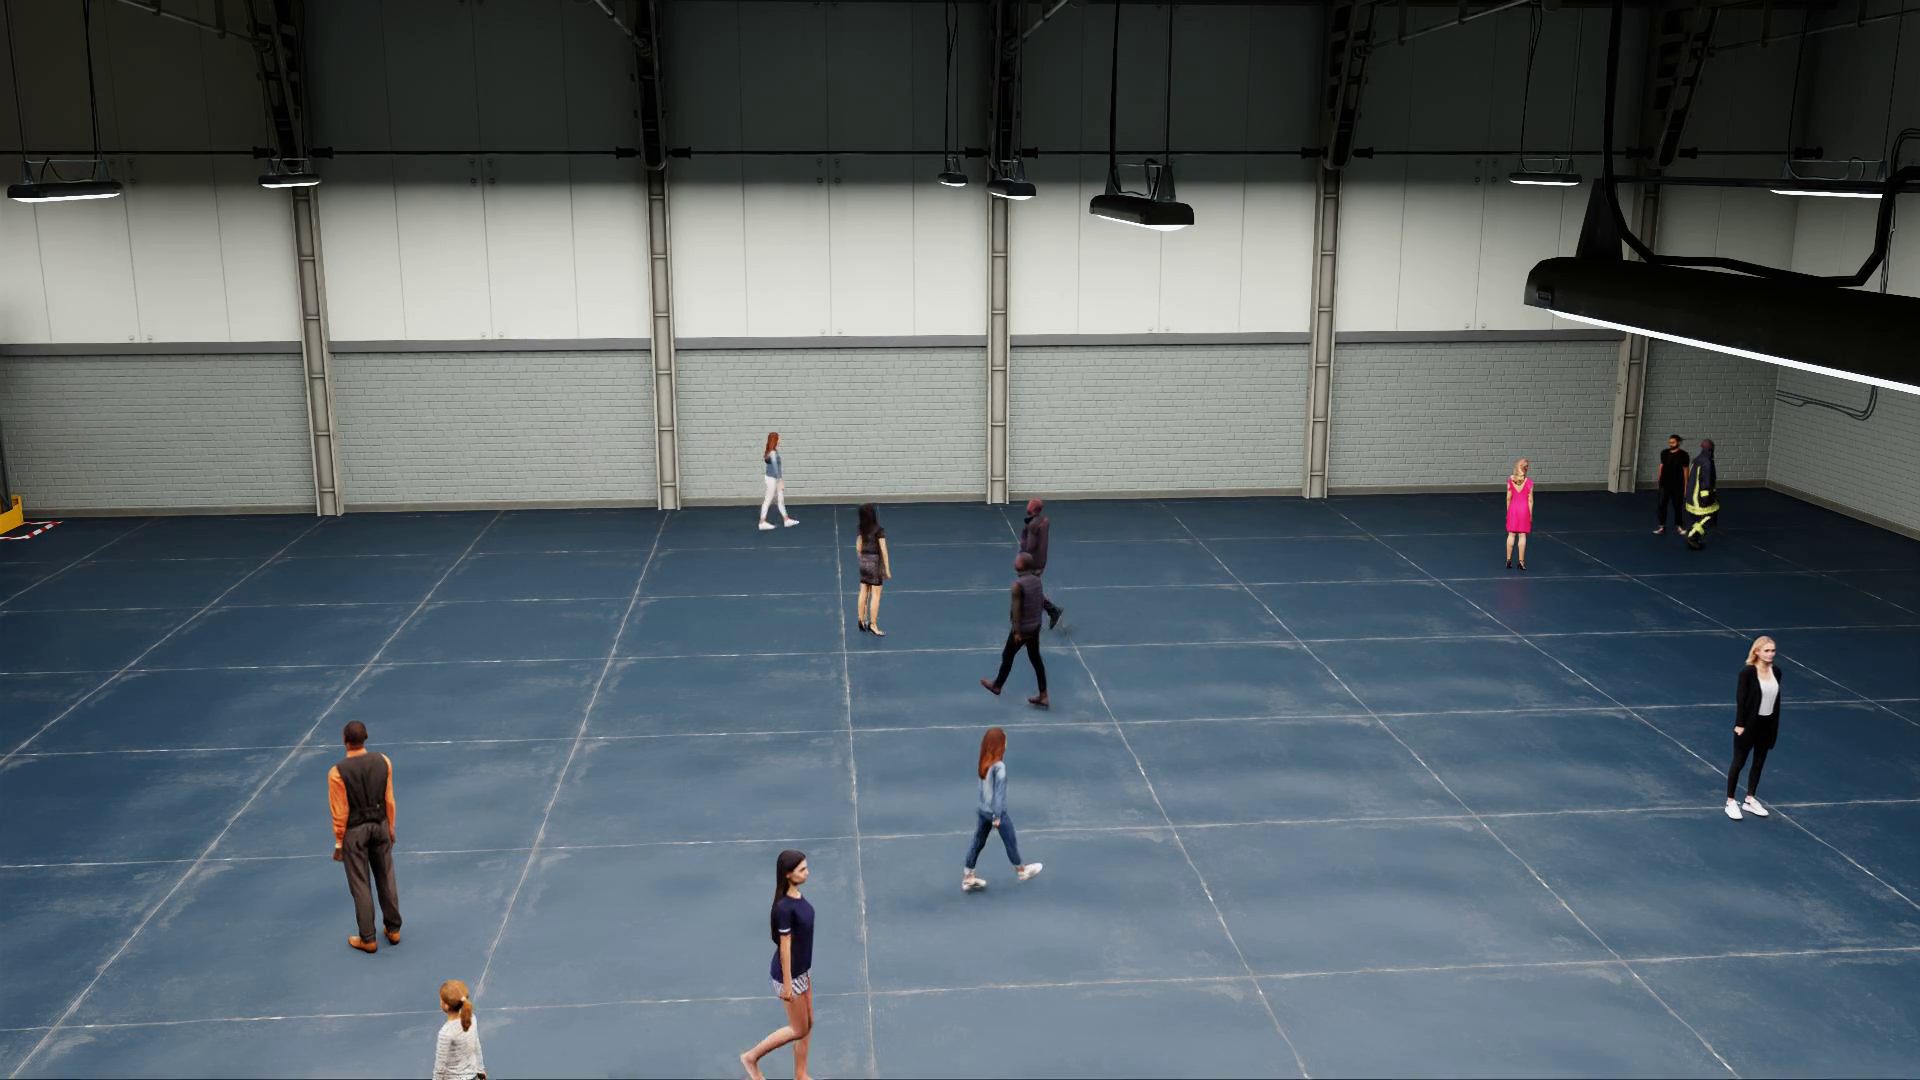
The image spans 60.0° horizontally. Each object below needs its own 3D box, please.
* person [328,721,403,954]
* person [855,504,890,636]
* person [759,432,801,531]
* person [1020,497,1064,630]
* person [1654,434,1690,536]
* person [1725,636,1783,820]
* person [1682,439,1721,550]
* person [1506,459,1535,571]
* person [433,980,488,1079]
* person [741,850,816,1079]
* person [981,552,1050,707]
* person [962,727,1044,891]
[{"bbox_3d":[-4.757,2.361,13.328,0.760,1.907,0.849,-12,17,-41],"label":"person"},{"bbox_3d":[-1.192,0.391,22.120,0.640,1.779,0.744,11,17,40],"label":"person"},{"bbox_3d":[-3.282,-0.981,28.278,0.948,1.674,0.672,-2,13,-9],"label":"person"},{"bbox_3d":[1.072,0.329,22.337,1.112,1.803,0.965,5,14,22],"label":"person"},{"bbox_3d":[11.987,-0.920,27.898,0.911,1.726,0.973,10,16,37],"label":"person"},{"bbox_3d":[7.655,1.794,16.015,0.494,1.801,0.696,-3,13,-14],"label":"person"},{"bbox_3d":[11.909,-0.732,26.927,0.813,1.799,0.783,1,13,4],"label":"person"},{"bbox_3d":[8.624,-0.405,25.676,0.664,1.726,0.723,11,17,39],"label":"person"},{"bbox_3d":[-3.034,3.379,10.313,0.986,1.284,0.743,5,14,21],"label":"person"},{"bbox_3d":[-1.216,2.924,11.244,0.862,1.751,0.655,1,13,5],"label":"person"},{"bbox_3d":[0.823,1.063,19.201,1.260,1.787,1.186,10,16,37],"label":"person"},{"bbox_3d":[0.209,2.358,14.367,1.042,1.446,0.815,-7,15,-27],"label":"person"}]
